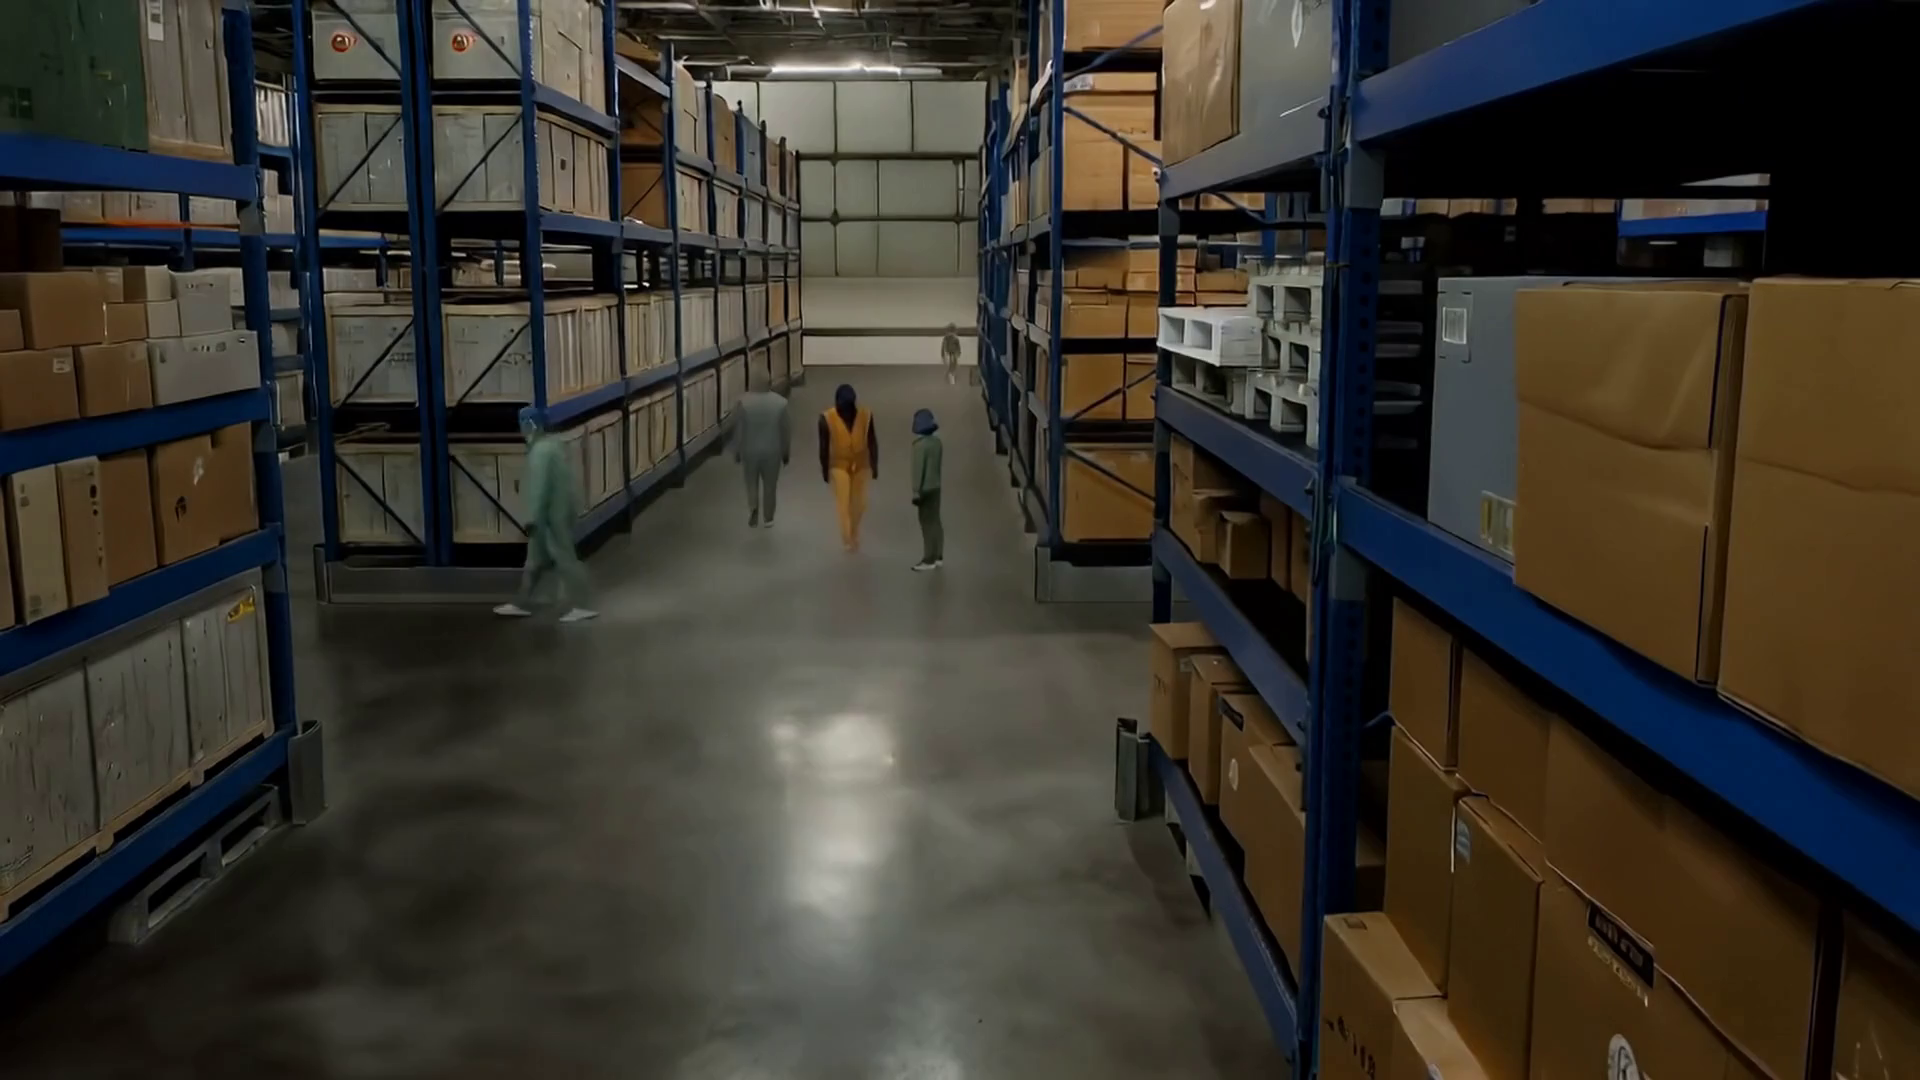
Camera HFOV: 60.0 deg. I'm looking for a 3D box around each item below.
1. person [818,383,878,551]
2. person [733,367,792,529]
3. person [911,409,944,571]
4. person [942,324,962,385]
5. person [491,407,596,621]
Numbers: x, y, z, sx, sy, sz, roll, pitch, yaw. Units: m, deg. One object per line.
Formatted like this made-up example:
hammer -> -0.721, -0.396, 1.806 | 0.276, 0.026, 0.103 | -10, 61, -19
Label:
person -> -1.220, -0.804, 18.049 | 0.656, 1.824, 0.589 | -3, 10, -16
person -> -2.302, -1.074, 19.456 | 0.680, 1.887, 0.440 | -1, 9, -5
person -> -0.341, -0.501, 16.740 | 0.282, 1.631, 0.503 | 5, 10, 27
person -> -0.253, -4.880, 43.670 | 0.517, 1.606, 0.771 | 7, 12, 36
person -> -3.627, -0.216, 14.343 | 0.974, 1.845, 0.735 | -2, 9, -10
